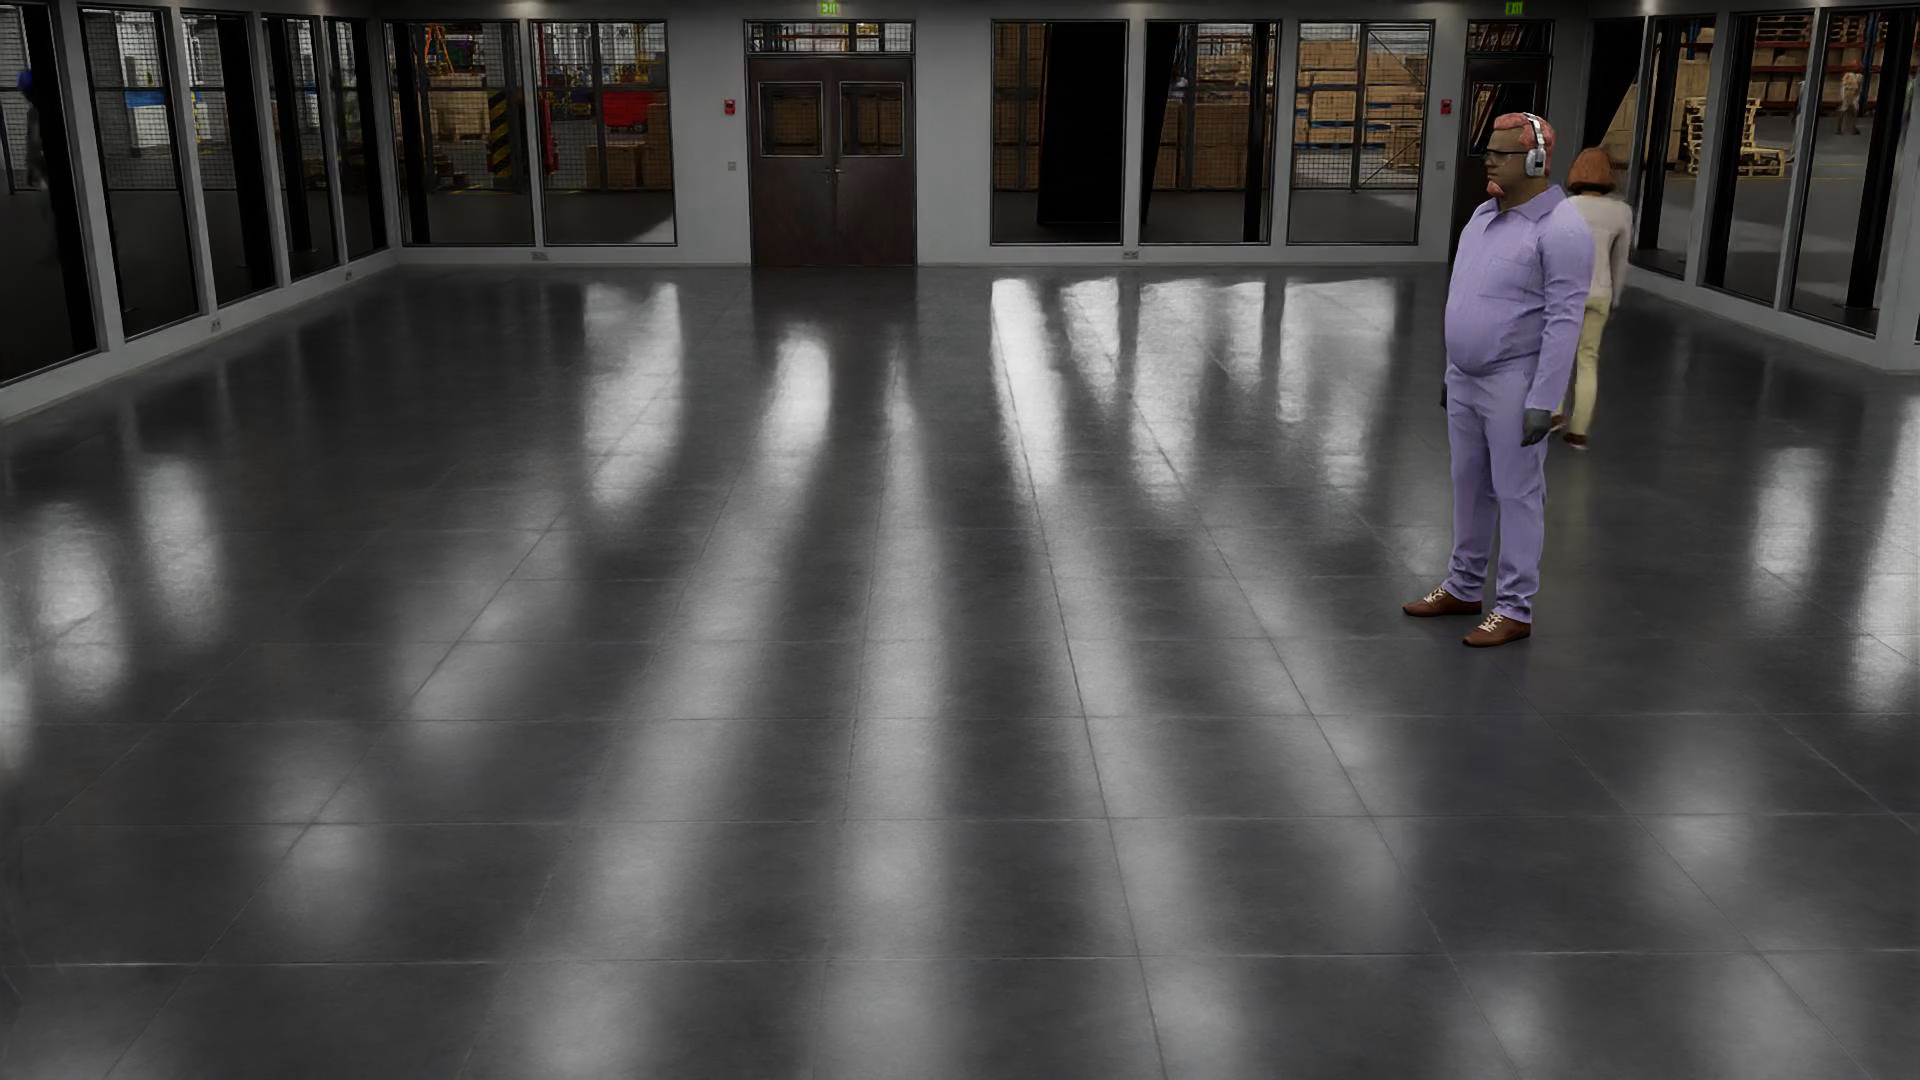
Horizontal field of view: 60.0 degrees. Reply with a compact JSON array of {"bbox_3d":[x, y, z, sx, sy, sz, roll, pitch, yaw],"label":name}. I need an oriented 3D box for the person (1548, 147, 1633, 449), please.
[{"bbox_3d":[3.372,-1.312,9.074,0.524,1.615,0.433,-1,16,-2],"label":"person"}]

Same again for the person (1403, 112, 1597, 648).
[{"bbox_3d":[1.948,-0.568,6.037,0.409,1.908,0.641,-5,17,-18],"label":"person"}]
